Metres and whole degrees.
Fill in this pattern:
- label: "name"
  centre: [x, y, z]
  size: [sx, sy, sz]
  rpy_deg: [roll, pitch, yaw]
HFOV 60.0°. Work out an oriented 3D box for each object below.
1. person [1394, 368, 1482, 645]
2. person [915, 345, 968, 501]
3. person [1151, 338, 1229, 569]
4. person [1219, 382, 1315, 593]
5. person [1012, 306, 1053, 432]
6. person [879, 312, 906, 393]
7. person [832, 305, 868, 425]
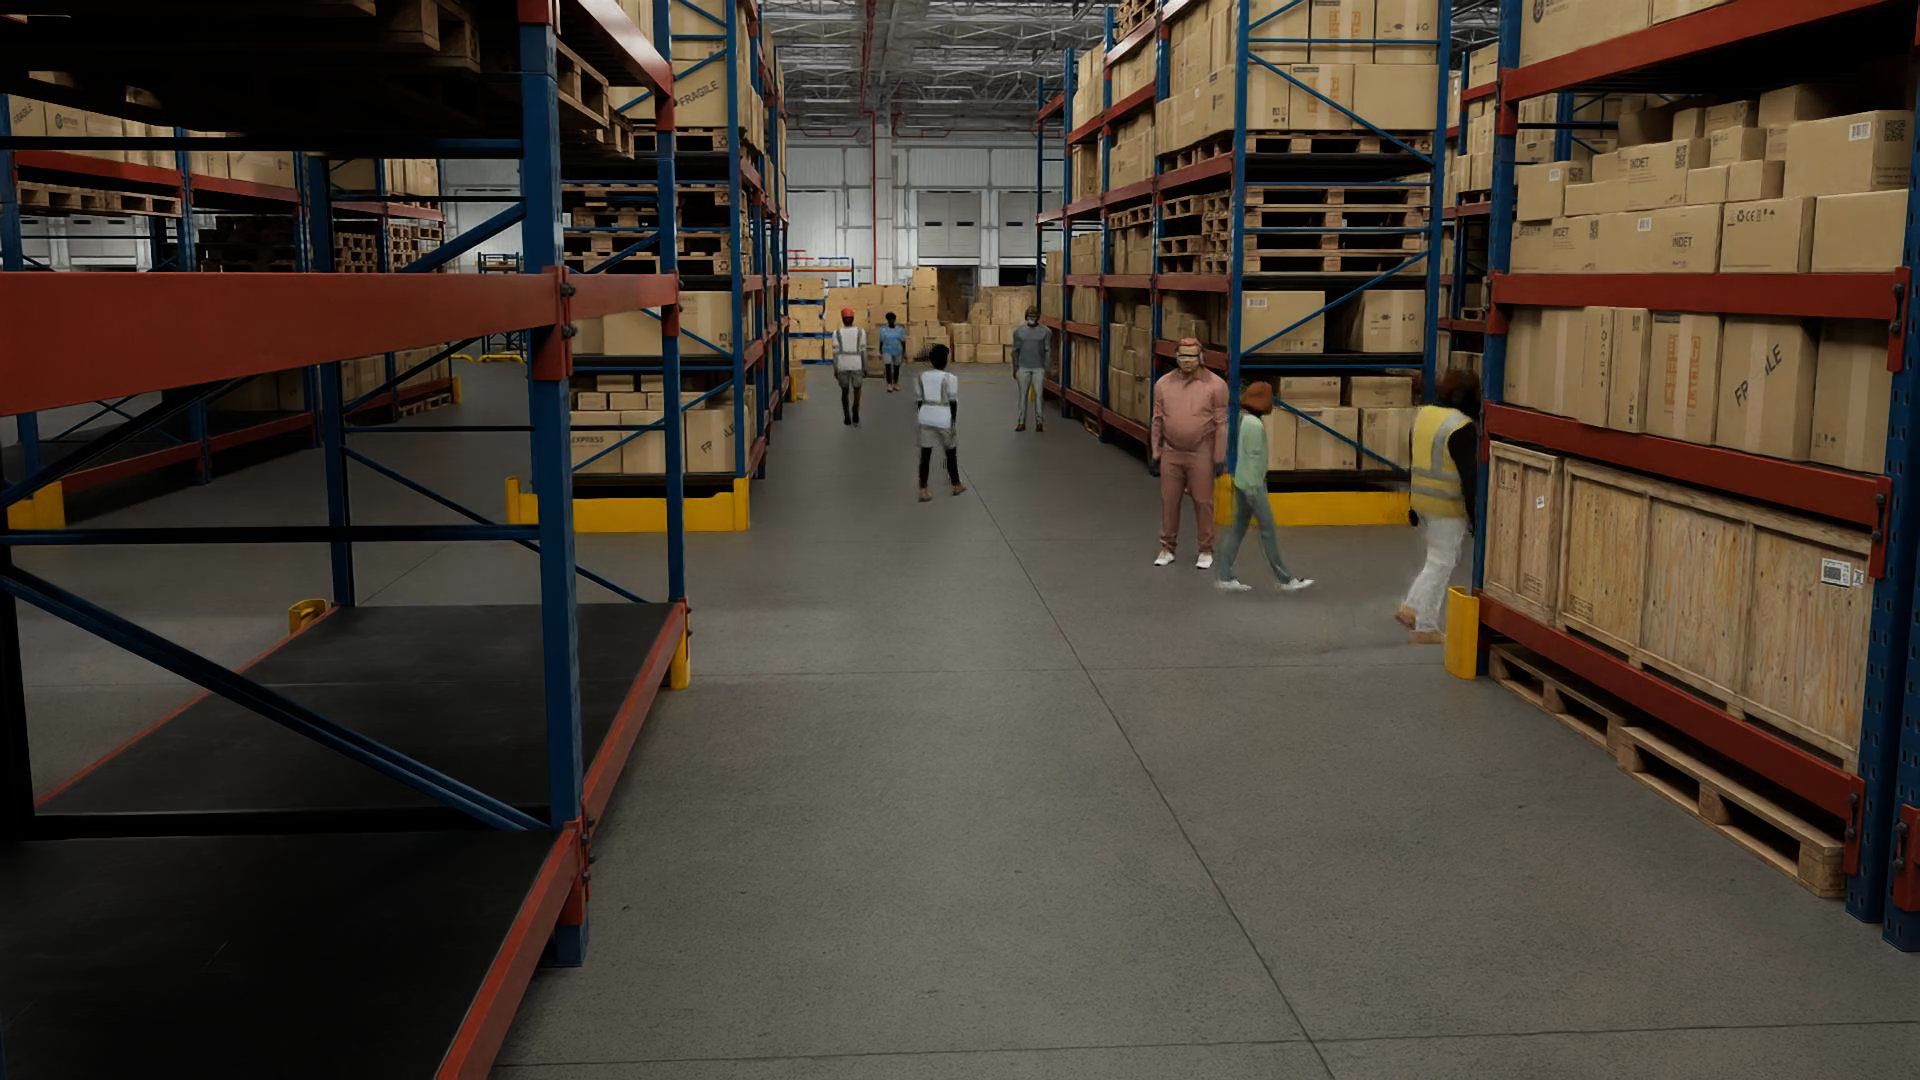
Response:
- label: "person"
  centre: [3.135, -0.200, 10.739]
  size: [0.447, 1.815, 0.640]
  rpy_deg: [-2, 9, -11]
- label: "person"
  centre: [-0.212, -1.259, 17.834]
  size: [0.547, 1.646, 0.857]
  rpy_deg: [4, 10, 26]
- label: "person"
  centre: [1.867, -0.708, 13.666]
  size: [0.645, 1.898, 0.397]
  rpy_deg: [5, 10, 27]
- label: "person"
  centre: [2.317, -0.388, 12.547]
  size: [0.731, 1.600, 0.511]
  rpy_deg: [0, 9, 2]
- label: "person"
  centre: [1.105, -2.633, 25.617]
  size: [0.630, 1.938, 0.372]
  rpy_deg: [2, 9, 10]
- label: "person"
  centre: [-1.393, -3.870, 34.214]
  size: [0.564, 1.676, 0.723]
  rpy_deg: [-1, 9, -6]
- label: "person"
  centre: [-1.766, -2.788, 26.625]
  size: [0.573, 1.925, 0.496]
  rpy_deg: [-1, 9, -4]
